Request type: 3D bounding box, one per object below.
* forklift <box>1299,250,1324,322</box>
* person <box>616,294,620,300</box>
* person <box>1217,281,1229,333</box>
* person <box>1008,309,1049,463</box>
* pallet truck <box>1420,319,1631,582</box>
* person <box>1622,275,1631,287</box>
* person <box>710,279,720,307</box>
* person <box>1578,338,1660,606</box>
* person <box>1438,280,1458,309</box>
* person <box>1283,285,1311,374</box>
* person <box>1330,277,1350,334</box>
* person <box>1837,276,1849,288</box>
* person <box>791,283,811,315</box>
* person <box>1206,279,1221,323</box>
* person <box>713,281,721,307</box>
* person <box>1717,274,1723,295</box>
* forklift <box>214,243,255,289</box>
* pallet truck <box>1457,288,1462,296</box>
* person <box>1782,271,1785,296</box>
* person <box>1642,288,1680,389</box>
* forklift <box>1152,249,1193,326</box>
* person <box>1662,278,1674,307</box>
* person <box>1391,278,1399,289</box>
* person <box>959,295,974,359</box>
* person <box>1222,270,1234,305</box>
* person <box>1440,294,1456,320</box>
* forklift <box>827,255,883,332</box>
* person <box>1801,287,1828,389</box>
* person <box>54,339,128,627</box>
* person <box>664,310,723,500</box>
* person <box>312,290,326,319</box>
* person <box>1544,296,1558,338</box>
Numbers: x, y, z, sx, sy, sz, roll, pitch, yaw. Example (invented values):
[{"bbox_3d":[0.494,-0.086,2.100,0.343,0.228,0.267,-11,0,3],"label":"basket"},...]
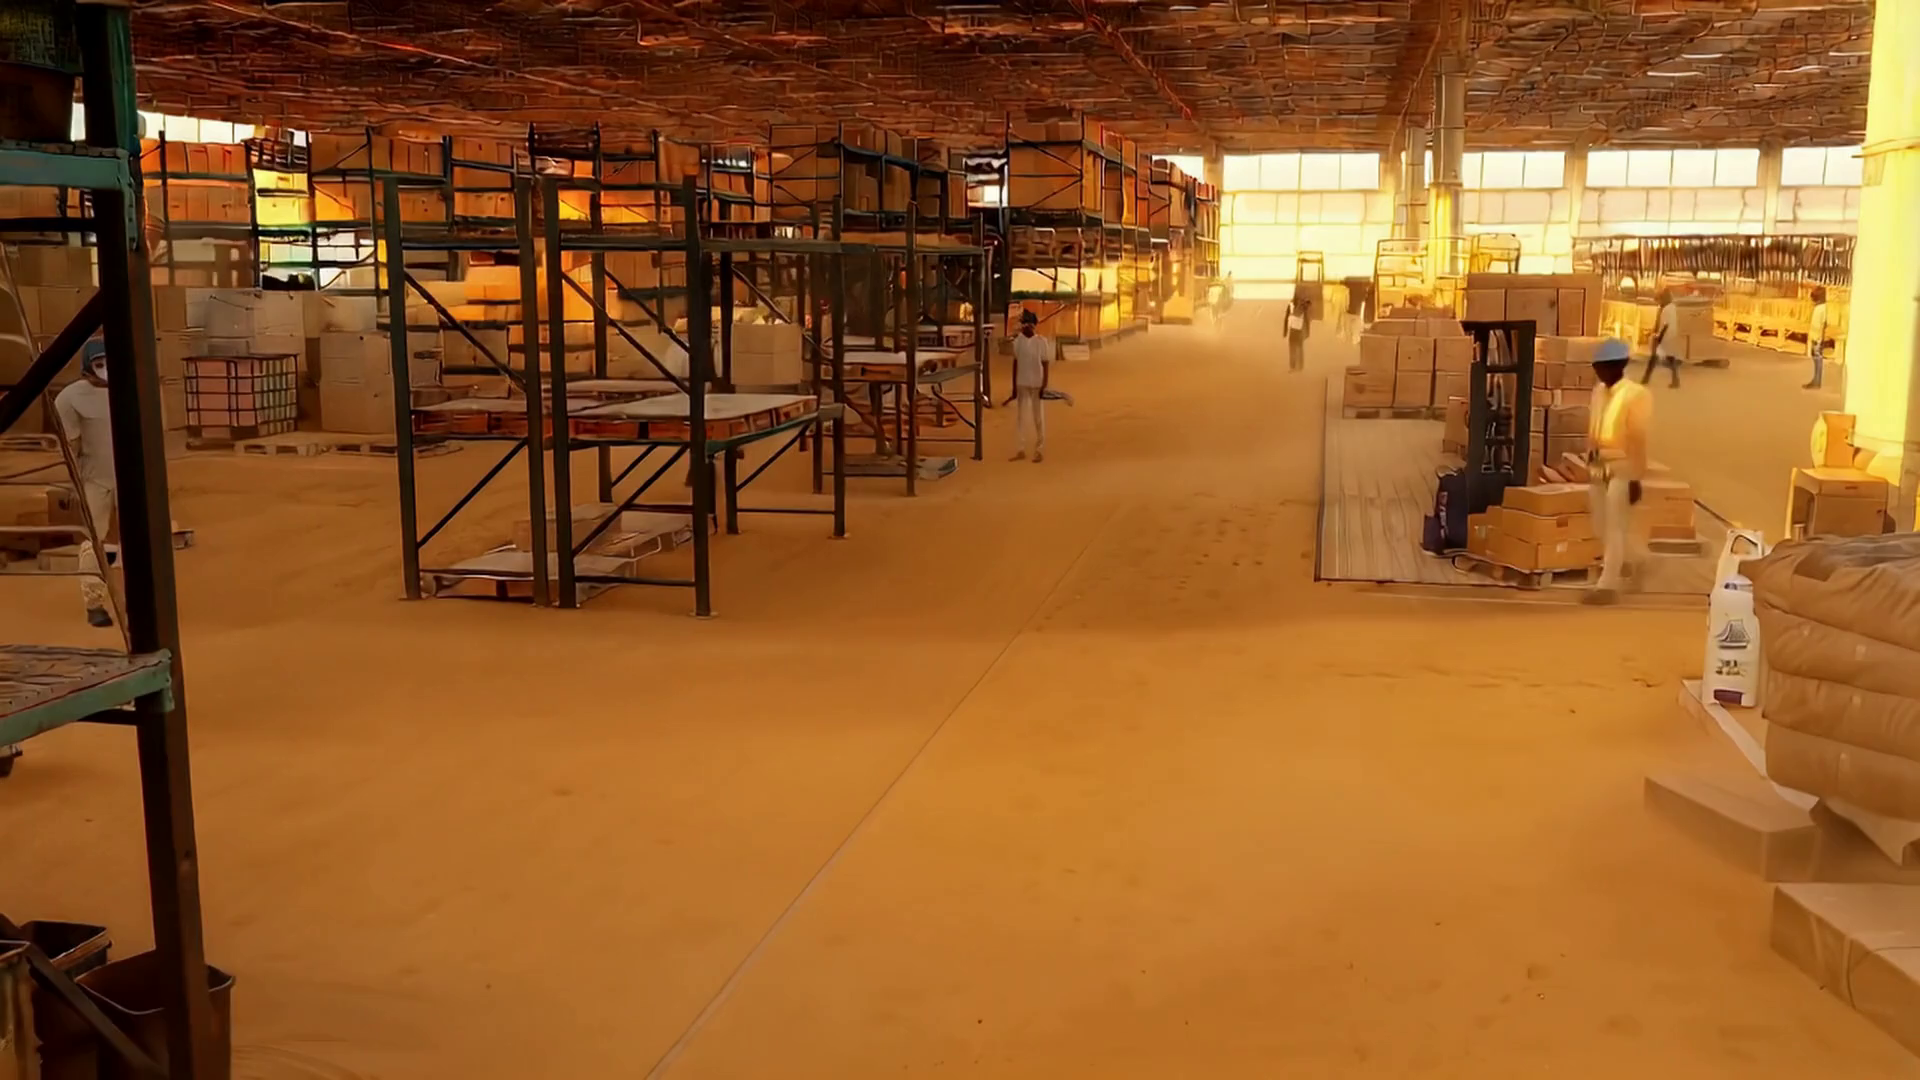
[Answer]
[{"bbox_3d":[13.778,-10.002,65.433,1.129,2.768,1.873,2,10,12],"label":"forklift"},{"bbox_3d":[-8.441,-5.239,40.931,0.525,1.631,0.313,0,10,0],"label":"person"},{"bbox_3d":[8.887,-7.906,56.327,0.547,1.752,0.484,-7,12,-37],"label":"person"},{"bbox_3d":[0.845,-1.880,20.320,0.518,1.874,0.330,7,12,34],"label":"person"},{"bbox_3d":[4.543,-0.757,13.299,0.823,1.965,1.885,-4,10,-22],"label":"pallet truck"},{"bbox_3d":[29.011,-10.622,72.297,0.820,1.811,0.594,3,10,16],"label":"person"},{"bbox_3d":[-6.824,-6.374,46.779,0.645,1.926,0.608,-1,10,-7],"label":"person"},{"bbox_3d":[4.780,-0.492,11.955,0.661,1.918,0.648,-3,10,-16],"label":"person"},{"bbox_3d":[11.312,-5.093,39.004,0.998,2.004,0.613,6,12,33],"label":"person"},{"bbox_3d":[7.328,-4.562,36.076,0.391,1.919,0.595,-8,12,-39],"label":"person"},{"bbox_3d":[12.567,-7.750,55.007,0.675,1.890,0.474,4,10,21],"label":"person"},{"bbox_3d":[37.259,-10.242,70.225,0.300,1.749,0.566,-4,11,-24],"label":"person"},{"bbox_3d":[-3.581,-4.921,38.137,0.635,1.936,0.353,-7,12,-38],"label":"person"},{"bbox_3d":[9.834,-9.269,64.511,0.541,1.733,0.878,1,10,7],"label":"person"},{"bbox_3d":[-5.877,-5.301,40.308,0.849,1.968,0.622,-4,11,-24],"label":"person"},{"bbox_3d":[40.720,-13.372,88.846,0.884,1.699,0.586,3,10,17],"label":"person"},{"bbox_3d":[-15.871,-5.136,36.618,1.873,2.768,1.129,2,10,12],"label":"forklift"},{"bbox_3d":[20.506,-9.785,68.819,0.653,1.274,1.630,2,10,12],"label":"pallet truck"},{"bbox_3d":[39.480,-12.006,79.774,0.397,2.044,0.609,2,10,10],"label":"person"},{"bbox_3d":[13.351,-3.843,31.800,0.961,1.922,0.611,3,10,19],"label":"person"},{"bbox_3d":[7.646,-9.320,61.395,1.873,2.768,1.129,2,10,11],"label":"forklift"},{"bbox_3d":[24.684,-8.224,58.060,0.403,1.817,0.601,6,11,33],"label":"person"},{"bbox_3d":[21.858,-12.421,83.424,0.518,1.639,0.312,2,10,11],"label":"person"},{"bbox_3d":[0.230,-5.357,41.724,0.516,1.594,0.834,-2,10,-12],"label":"person"},{"bbox_3d":[14.272,-13.448,88.647,0.615,1.932,0.637,3,10,16],"label":"person"},{"bbox_3d":[11.058,-4.735,37.760,0.547,1.681,0.369,-4,10,-23],"label":"person"},{"bbox_3d":[-2.359,-4.943,35.474,1.129,2.768,1.873,2,10,12],"label":"forklift"},{"bbox_3d":[16.396,-3.861,31.852,0.362,1.939,0.542,3,10,20],"label":"person"},{"bbox_3d":[-5.788,-0.395,11.332,0.373,1.940,0.628,7,12,36],"label":"person"},{"bbox_3d":[-2.683,-1.433,17.172,0.684,2.000,0.936,-9,13,-44],"label":"person"},{"bbox_3d":[-16.822,-5.709,43.559,0.432,1.682,0.539,1,10,7],"label":"person"},{"bbox_3d":[13.630,-4.844,38.599,0.532,1.622,0.497,8,13,40],"label":"person"}]
